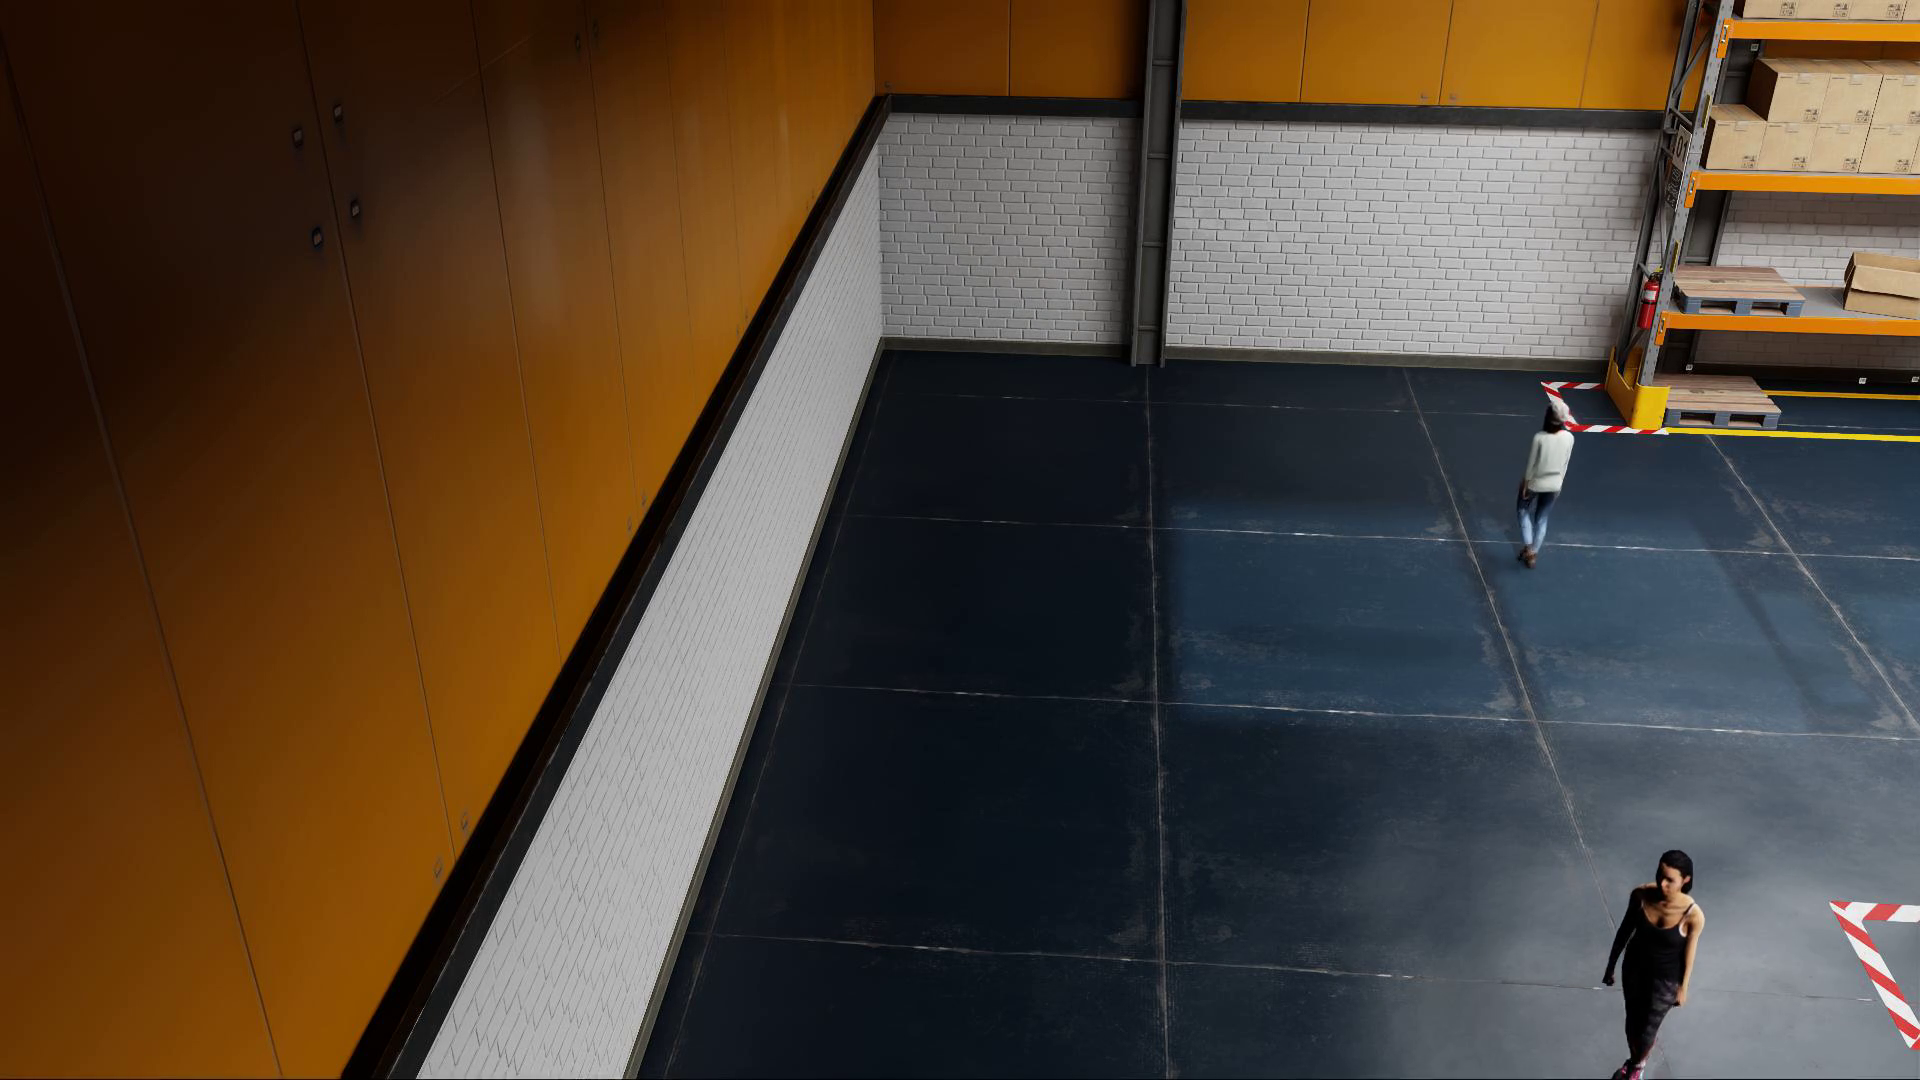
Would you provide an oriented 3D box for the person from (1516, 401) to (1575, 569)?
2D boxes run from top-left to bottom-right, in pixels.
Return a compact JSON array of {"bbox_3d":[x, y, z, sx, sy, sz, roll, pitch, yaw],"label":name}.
[{"bbox_3d":[5.282,-0.468,14.990,0.616,1.638,0.663,-1,29,-2],"label":"person"}]

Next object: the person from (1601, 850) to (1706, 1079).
[{"bbox_3d":[4.017,2.452,9.554,0.779,1.716,0.716,-24,37,-37],"label":"person"}]
